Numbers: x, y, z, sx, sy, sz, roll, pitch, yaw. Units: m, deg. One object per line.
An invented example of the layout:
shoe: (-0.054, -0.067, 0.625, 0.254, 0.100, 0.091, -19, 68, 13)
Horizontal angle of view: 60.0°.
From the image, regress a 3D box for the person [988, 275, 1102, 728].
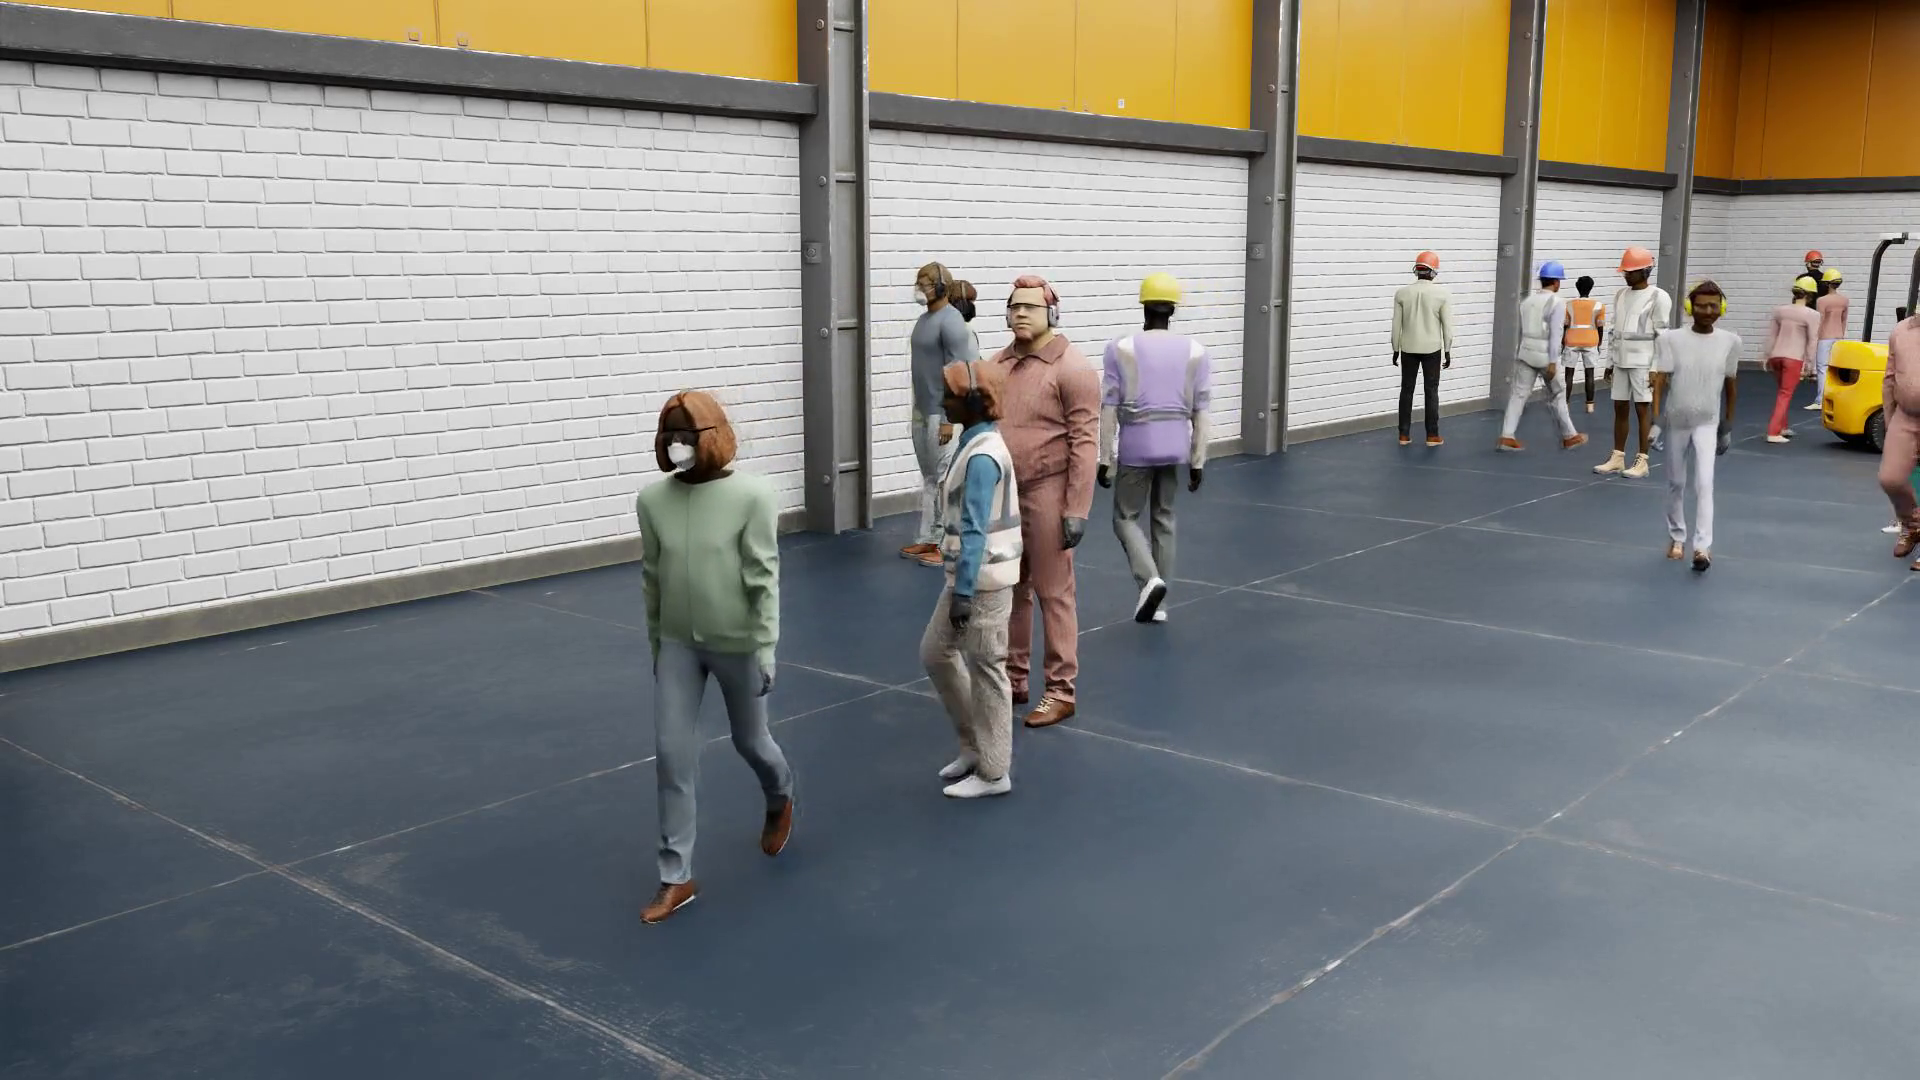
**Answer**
person: (0.287, -0.167, 7.123, 0.409, 1.911, 0.651, -9, 13, -41)

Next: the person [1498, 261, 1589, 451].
person: (5.830, -1.823, 16.595, 1.019, 1.889, 0.628, -4, 11, -23)

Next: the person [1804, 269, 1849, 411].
person: (10.842, -2.496, 20.796, 0.524, 1.770, 0.315, -4, 11, -21)

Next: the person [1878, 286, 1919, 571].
person: (6.113, -0.745, 10.489, 0.443, 1.893, 0.651, -7, 12, -36)

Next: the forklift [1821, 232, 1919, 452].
forklift: (9.955, -1.972, 16.595, 2.313, 2.155, 1.214, 1, 10, 8)

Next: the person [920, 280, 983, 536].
person: (0.041, -0.800, 11.001, 0.779, 1.813, 0.628, -4, 11, -20)

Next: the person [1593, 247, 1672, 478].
person: (5.949, -1.563, 14.727, 0.392, 2.033, 0.605, -5, 11, -25)

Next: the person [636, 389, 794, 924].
person: (-0.757, 0.316, 5.241, 0.501, 1.608, 0.769, 3, 10, 16)

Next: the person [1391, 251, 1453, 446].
person: (4.764, -1.970, 17.149, 0.621, 1.992, 0.397, 5, 11, 28)

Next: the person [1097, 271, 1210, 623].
person: (1.040, -0.469, 8.845, 0.604, 1.906, 0.535, -2, 10, -12)

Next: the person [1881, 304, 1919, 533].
person: (6.899, -0.891, 11.721, 0.532, 1.749, 0.527, -1, 10, -5)

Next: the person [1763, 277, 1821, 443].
person: (8.736, -1.880, 17.413, 0.741, 1.722, 0.535, -5, 11, -26)

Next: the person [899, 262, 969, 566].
person: (-0.156, -0.805, 10.678, 0.372, 1.940, 0.632, -4, 11, -23)

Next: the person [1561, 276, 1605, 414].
person: (7.641, -2.398, 20.462, 0.533, 1.690, 0.321, 4, 11, 20)

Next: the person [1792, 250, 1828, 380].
person: (13.097, -3.459, 25.646, 0.621, 1.990, 0.398, -2, 10, -11)

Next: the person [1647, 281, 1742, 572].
person: (4.639, -0.716, 10.537, 0.516, 1.812, 0.996, 4, 11, 22)

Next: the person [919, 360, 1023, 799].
person: (0.028, 0.157, 6.070, 0.402, 1.622, 0.547, -1, 10, -5)
